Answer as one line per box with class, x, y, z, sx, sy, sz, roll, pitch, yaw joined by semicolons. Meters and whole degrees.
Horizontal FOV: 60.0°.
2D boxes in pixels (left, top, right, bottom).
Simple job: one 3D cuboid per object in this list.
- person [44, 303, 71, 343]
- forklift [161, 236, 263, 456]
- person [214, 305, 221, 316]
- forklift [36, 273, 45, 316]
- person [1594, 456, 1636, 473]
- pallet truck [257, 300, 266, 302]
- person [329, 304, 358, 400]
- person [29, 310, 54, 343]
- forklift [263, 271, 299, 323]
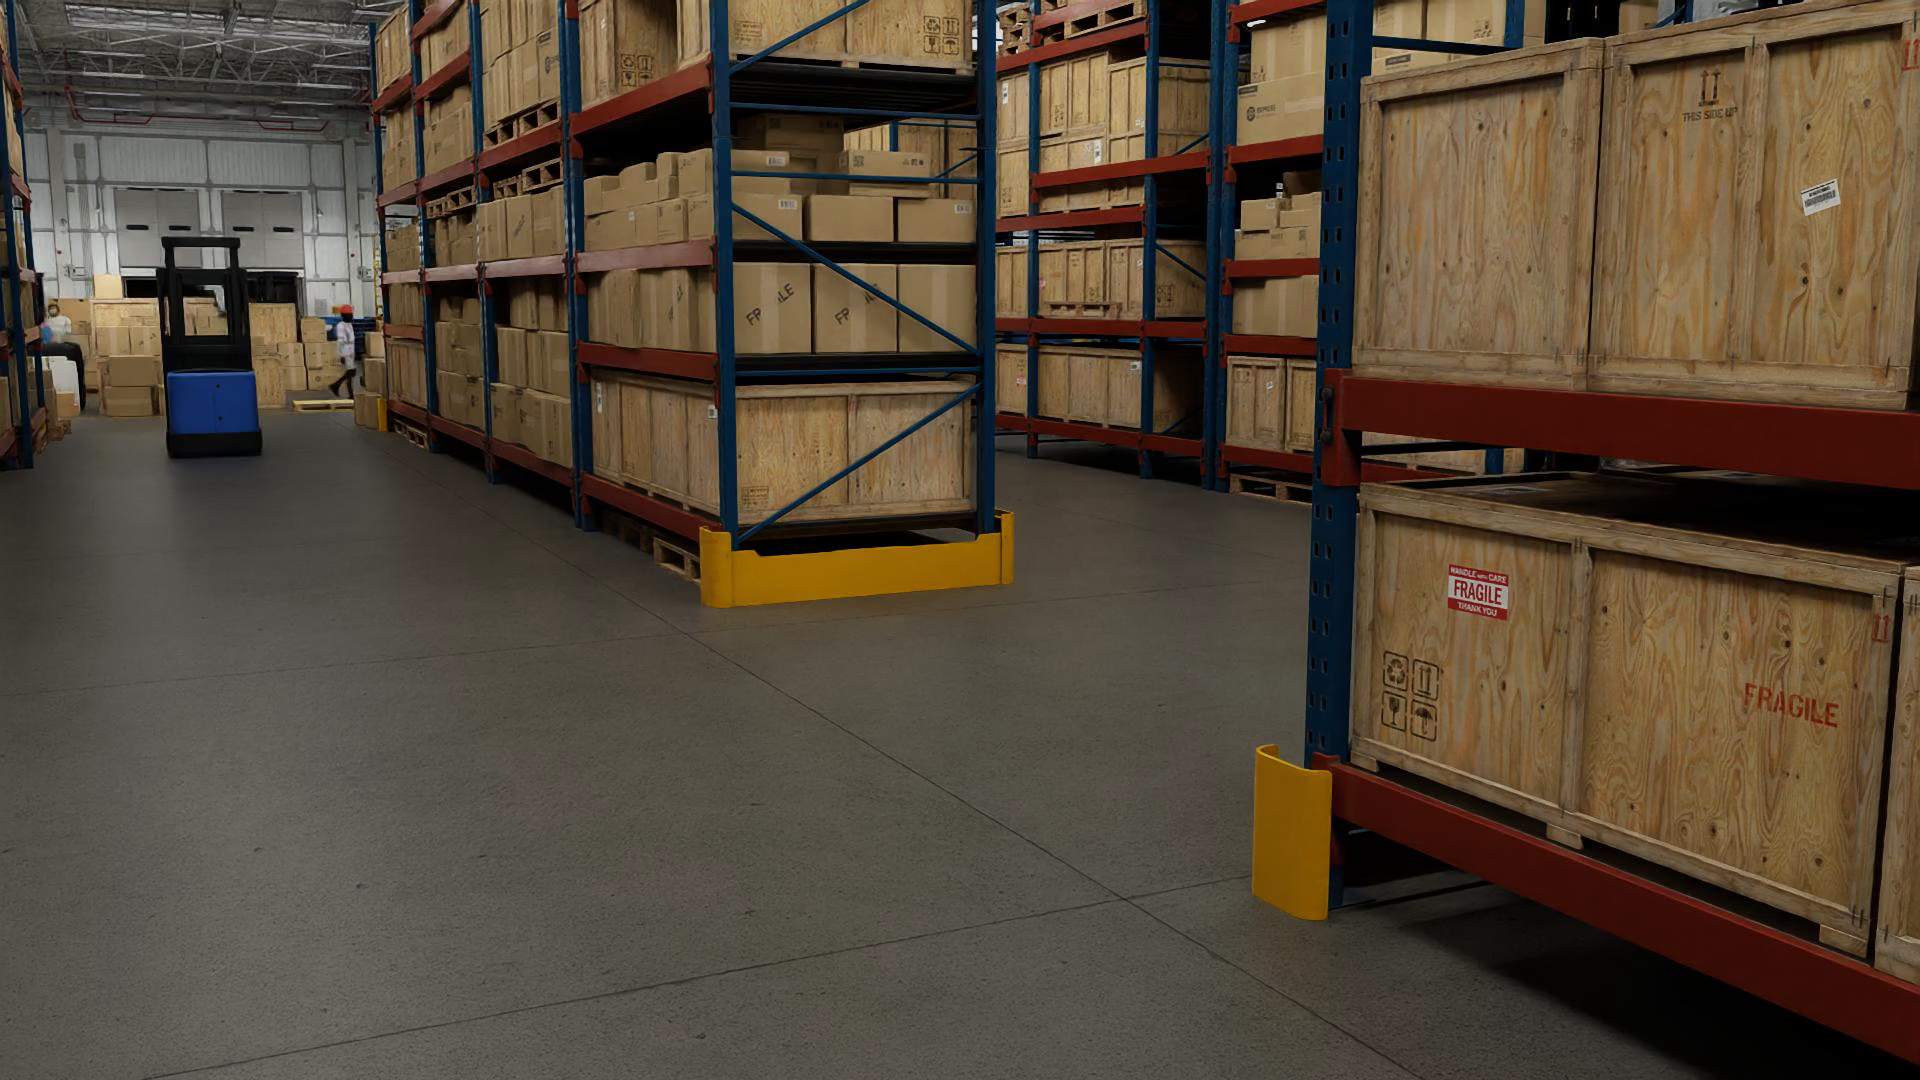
person;-20.505;-4.414;37.753;0.633;1.938;0.356;-4;9;-26
forklift;-9.865;-2.569;21.800;1.129;2.768;1.873;-4;9;-26
person;-24.221;-6.743;54.020;0.598;1.890;0.947;-2;9;-16
forklift;-28.341;-6.758;50.689;1.873;2.768;1.129;4;9;24
person;2.633;0.153;7.065;0.507;1.699;0.535;-2;9;-17
pallet truck;-23.913;-7.404;58.171;1.885;1.965;0.823;-1;8;-9
person;-12.174;-3.703;32.904;0.601;1.925;0.567;0;8;-1
person;-17.774;-3.514;31.967;0.661;1.811;0.833;8;11;43
forklift;-19.767;-6.452;48.580;1.873;2.768;1.129;6;10;37
